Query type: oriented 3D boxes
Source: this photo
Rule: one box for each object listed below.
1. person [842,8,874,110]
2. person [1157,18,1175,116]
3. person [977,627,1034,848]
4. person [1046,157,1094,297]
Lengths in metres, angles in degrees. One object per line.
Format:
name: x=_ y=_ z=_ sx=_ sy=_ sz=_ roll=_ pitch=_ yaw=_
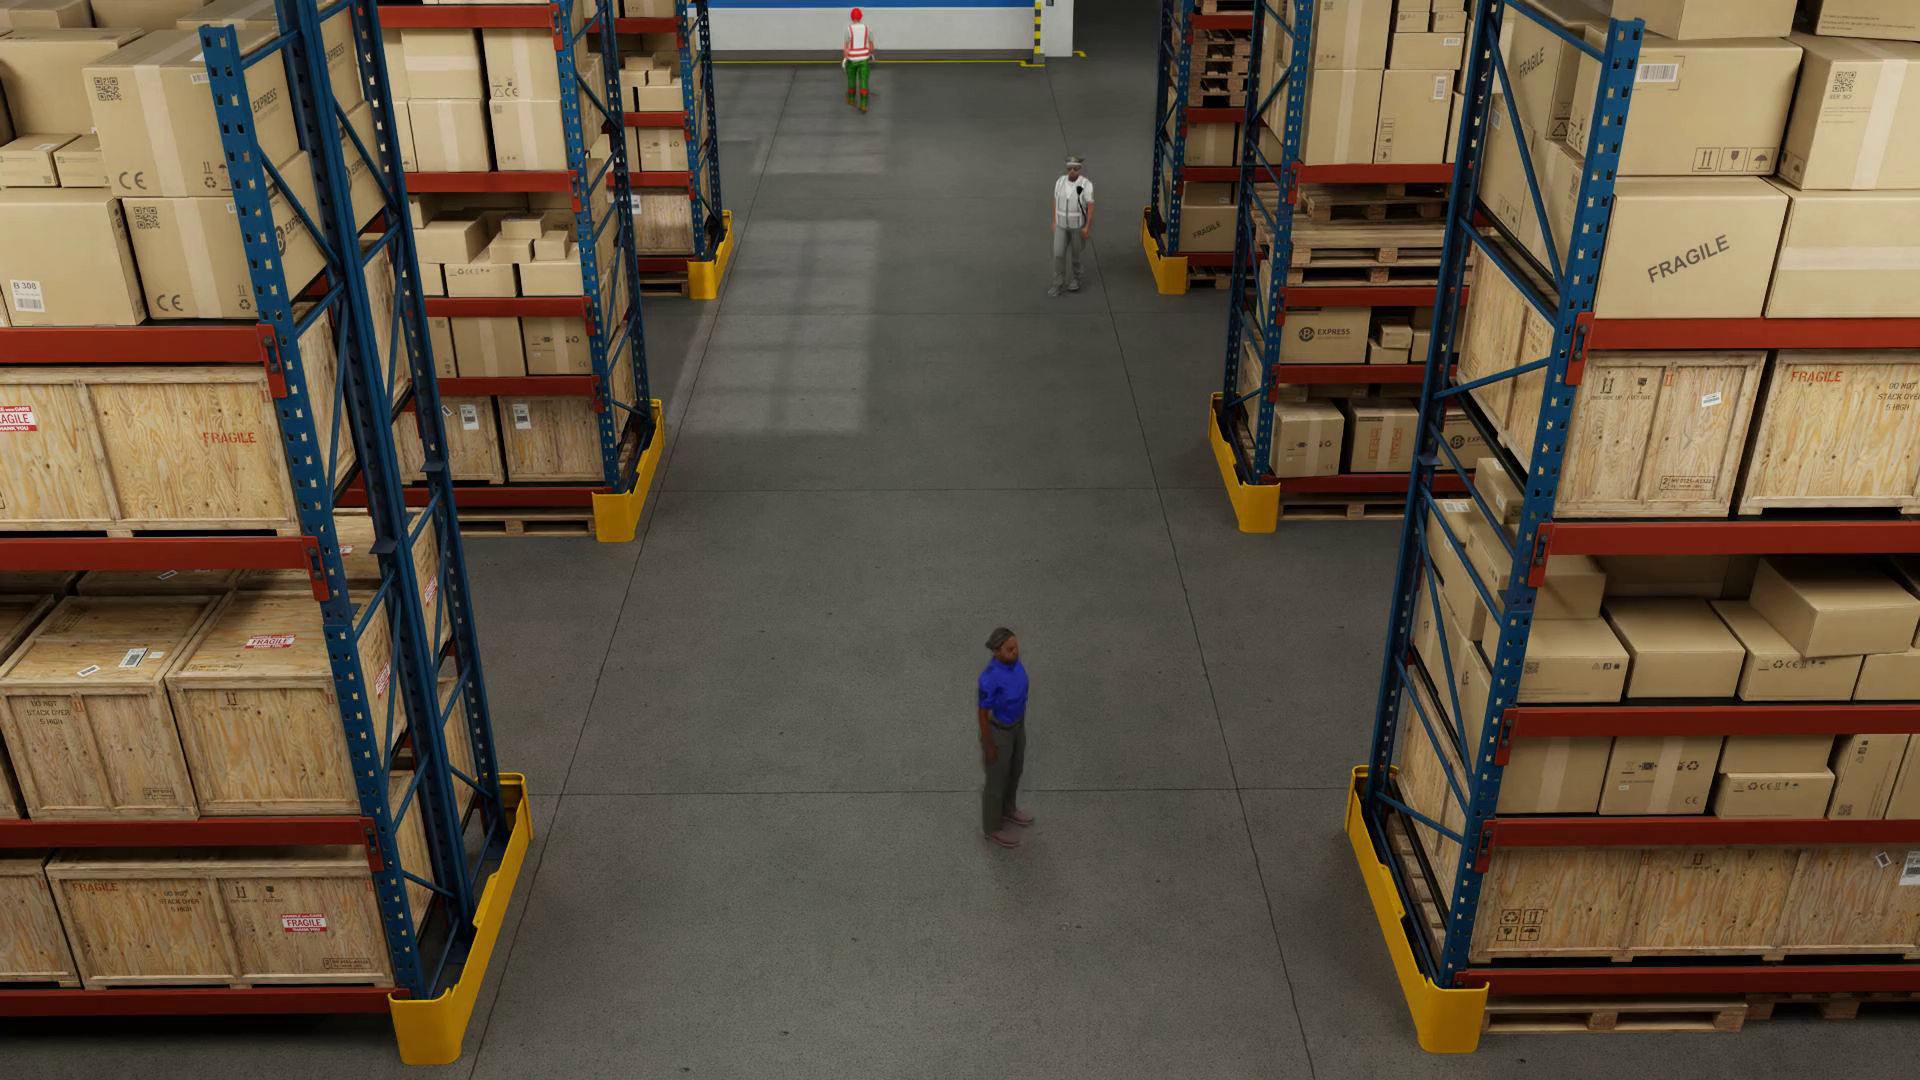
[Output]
person: x=-1.859 y=-8.741 z=30.123 sx=0.629 sy=1.752 sz=0.945 roll=-6 pitch=29 yaw=-12
person: x=3.727 y=-8.474 z=29.650 sx=0.397 sy=1.781 sz=0.576 roll=5 pitch=29 yaw=9
person: x=0.326 y=1.338 z=11.533 sx=0.350 sy=1.657 sz=0.438 roll=13 pitch=31 yaw=23
person: x=1.420 y=-4.045 z=21.391 sx=0.578 sy=1.774 sz=0.669 roll=10 pitch=30 yaw=17
